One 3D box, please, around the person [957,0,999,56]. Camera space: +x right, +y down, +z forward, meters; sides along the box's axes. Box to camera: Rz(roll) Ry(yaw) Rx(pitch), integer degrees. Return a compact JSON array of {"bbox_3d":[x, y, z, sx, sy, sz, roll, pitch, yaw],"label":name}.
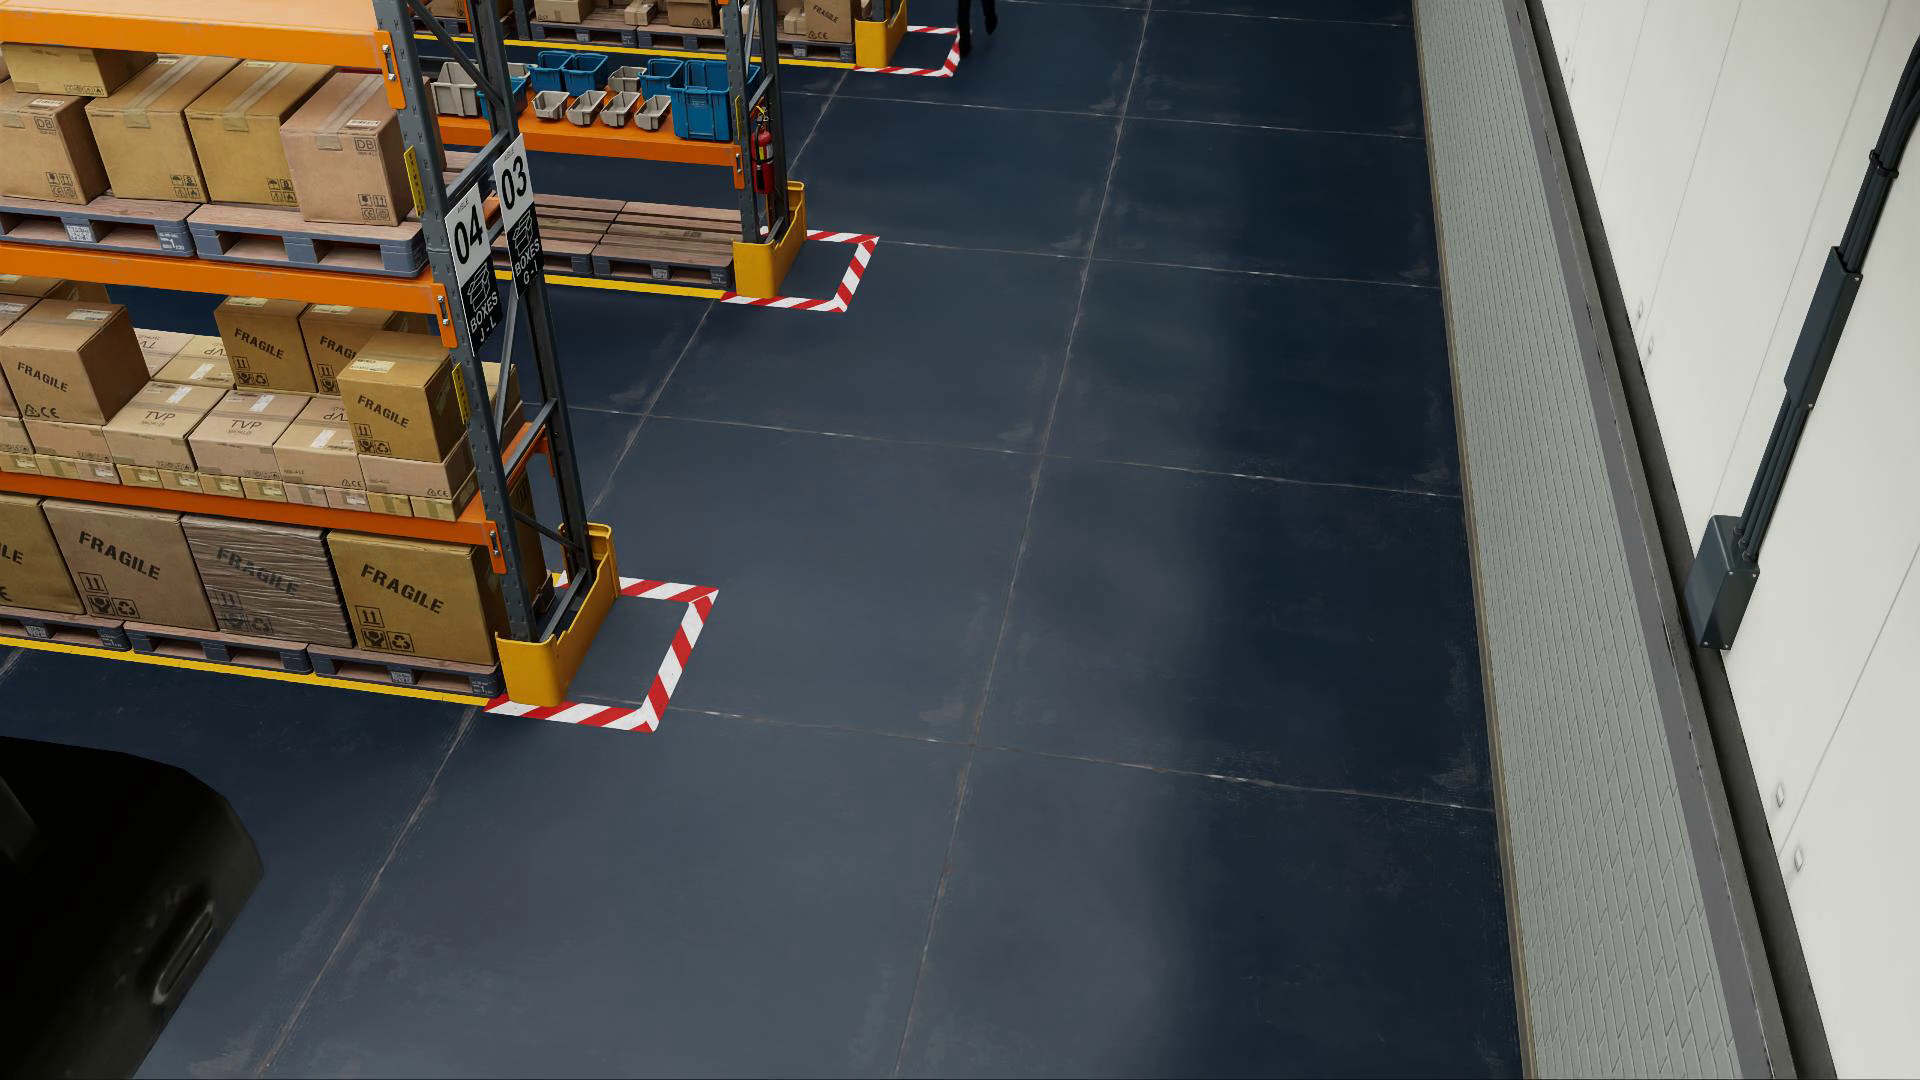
[{"bbox_3d":[0.109,-5.970,17.522,1.049,1.703,0.724,9,39,11],"label":"person"}]
